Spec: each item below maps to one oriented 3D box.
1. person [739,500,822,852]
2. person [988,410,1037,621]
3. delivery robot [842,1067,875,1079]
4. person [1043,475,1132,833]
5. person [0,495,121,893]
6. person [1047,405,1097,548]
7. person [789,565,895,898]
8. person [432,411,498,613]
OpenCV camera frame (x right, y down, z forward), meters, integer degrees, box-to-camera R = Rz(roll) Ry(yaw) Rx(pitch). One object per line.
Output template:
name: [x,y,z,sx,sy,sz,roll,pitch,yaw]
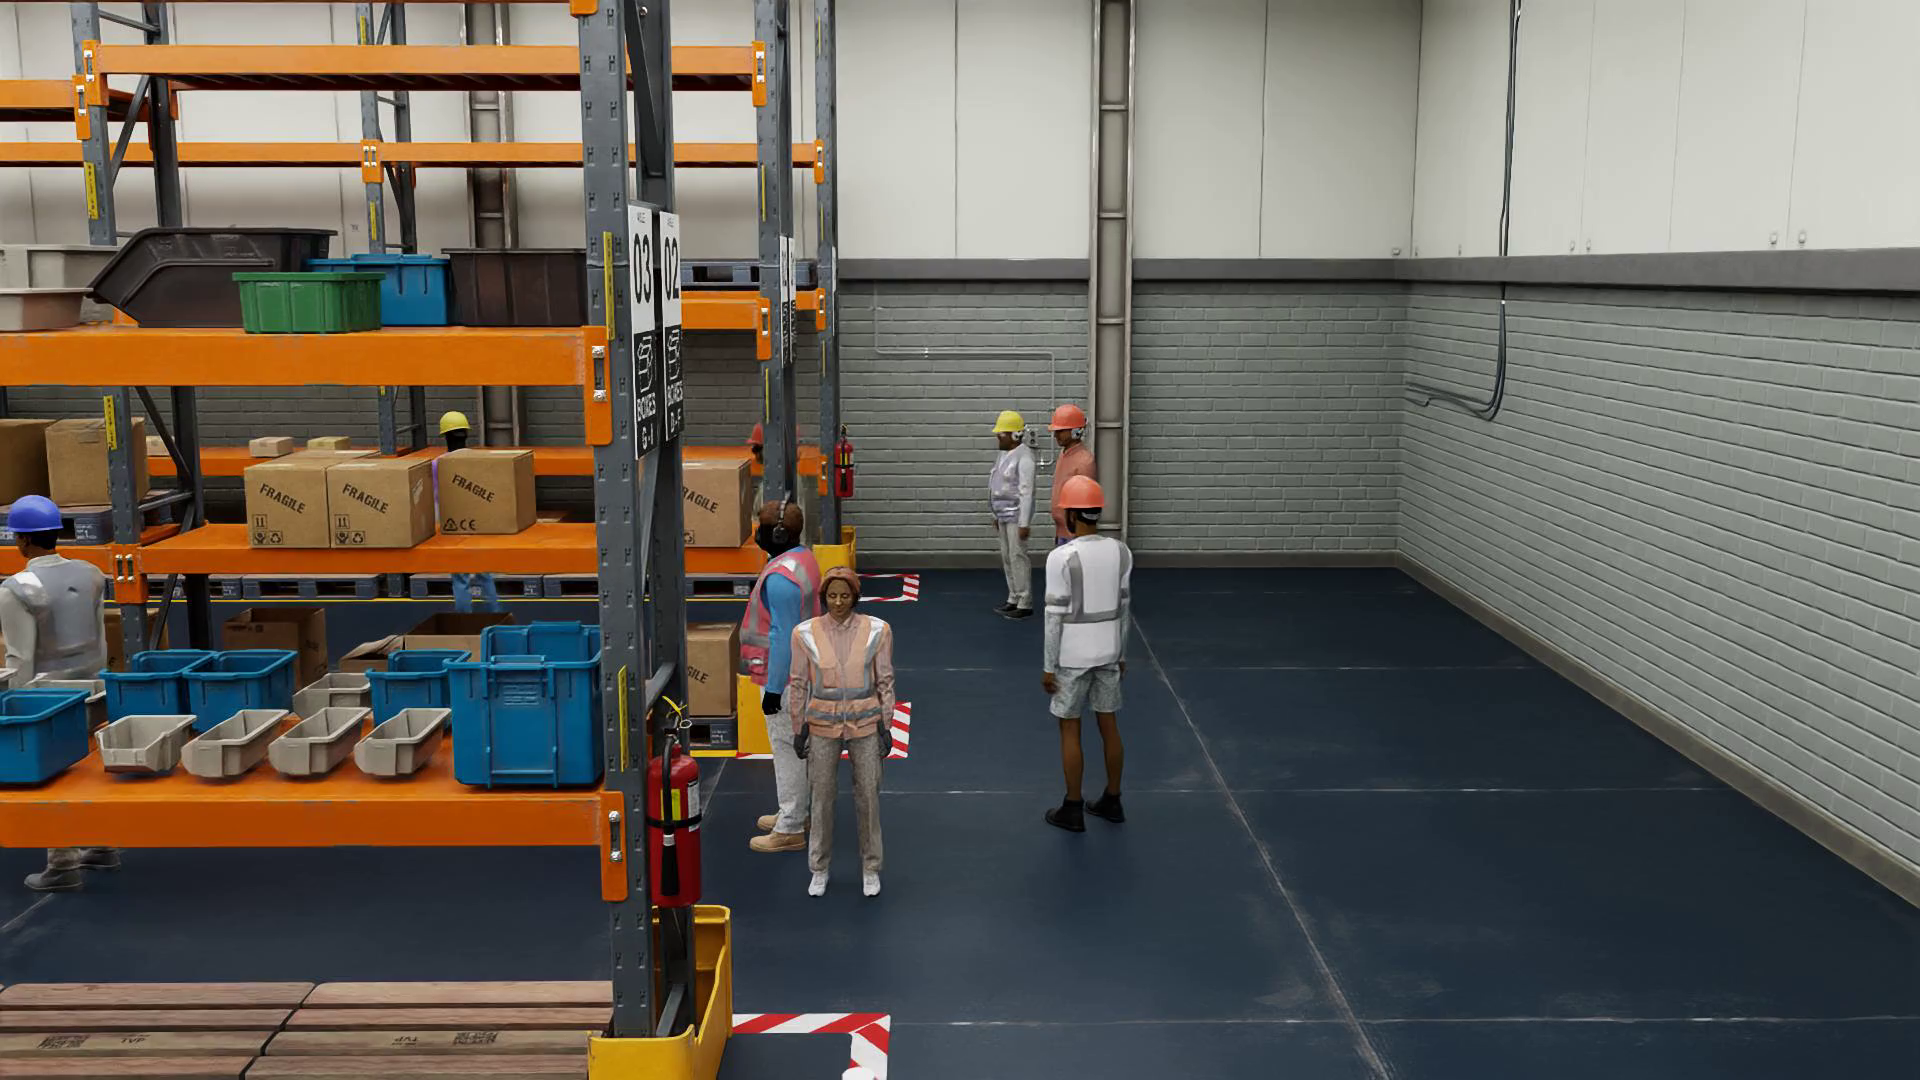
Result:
person: [-0.936,0.702,8.724,0.429,1.846,0.626,0,9,2]
person: [0.450,-0.217,14.438,0.403,1.820,0.596,-3,10,-17]
delivery robot: [-0.310,1.880,5.152,0.707,0.478,0.477,-2,10,-15]
person: [0.666,0.612,9.027,0.553,1.928,0.392,-6,11,-32]
person: [-4.424,0.746,8.134,0.405,1.946,0.609,2,10,14]
person: [0.868,-0.069,13.031,0.405,1.986,0.612,-2,10,-14]
person: [-0.566,0.922,8.029,0.508,1.629,0.318,-1,9,-5]
person: [-3.985,-0.076,13.338,0.472,1.902,0.626,9,13,42]
